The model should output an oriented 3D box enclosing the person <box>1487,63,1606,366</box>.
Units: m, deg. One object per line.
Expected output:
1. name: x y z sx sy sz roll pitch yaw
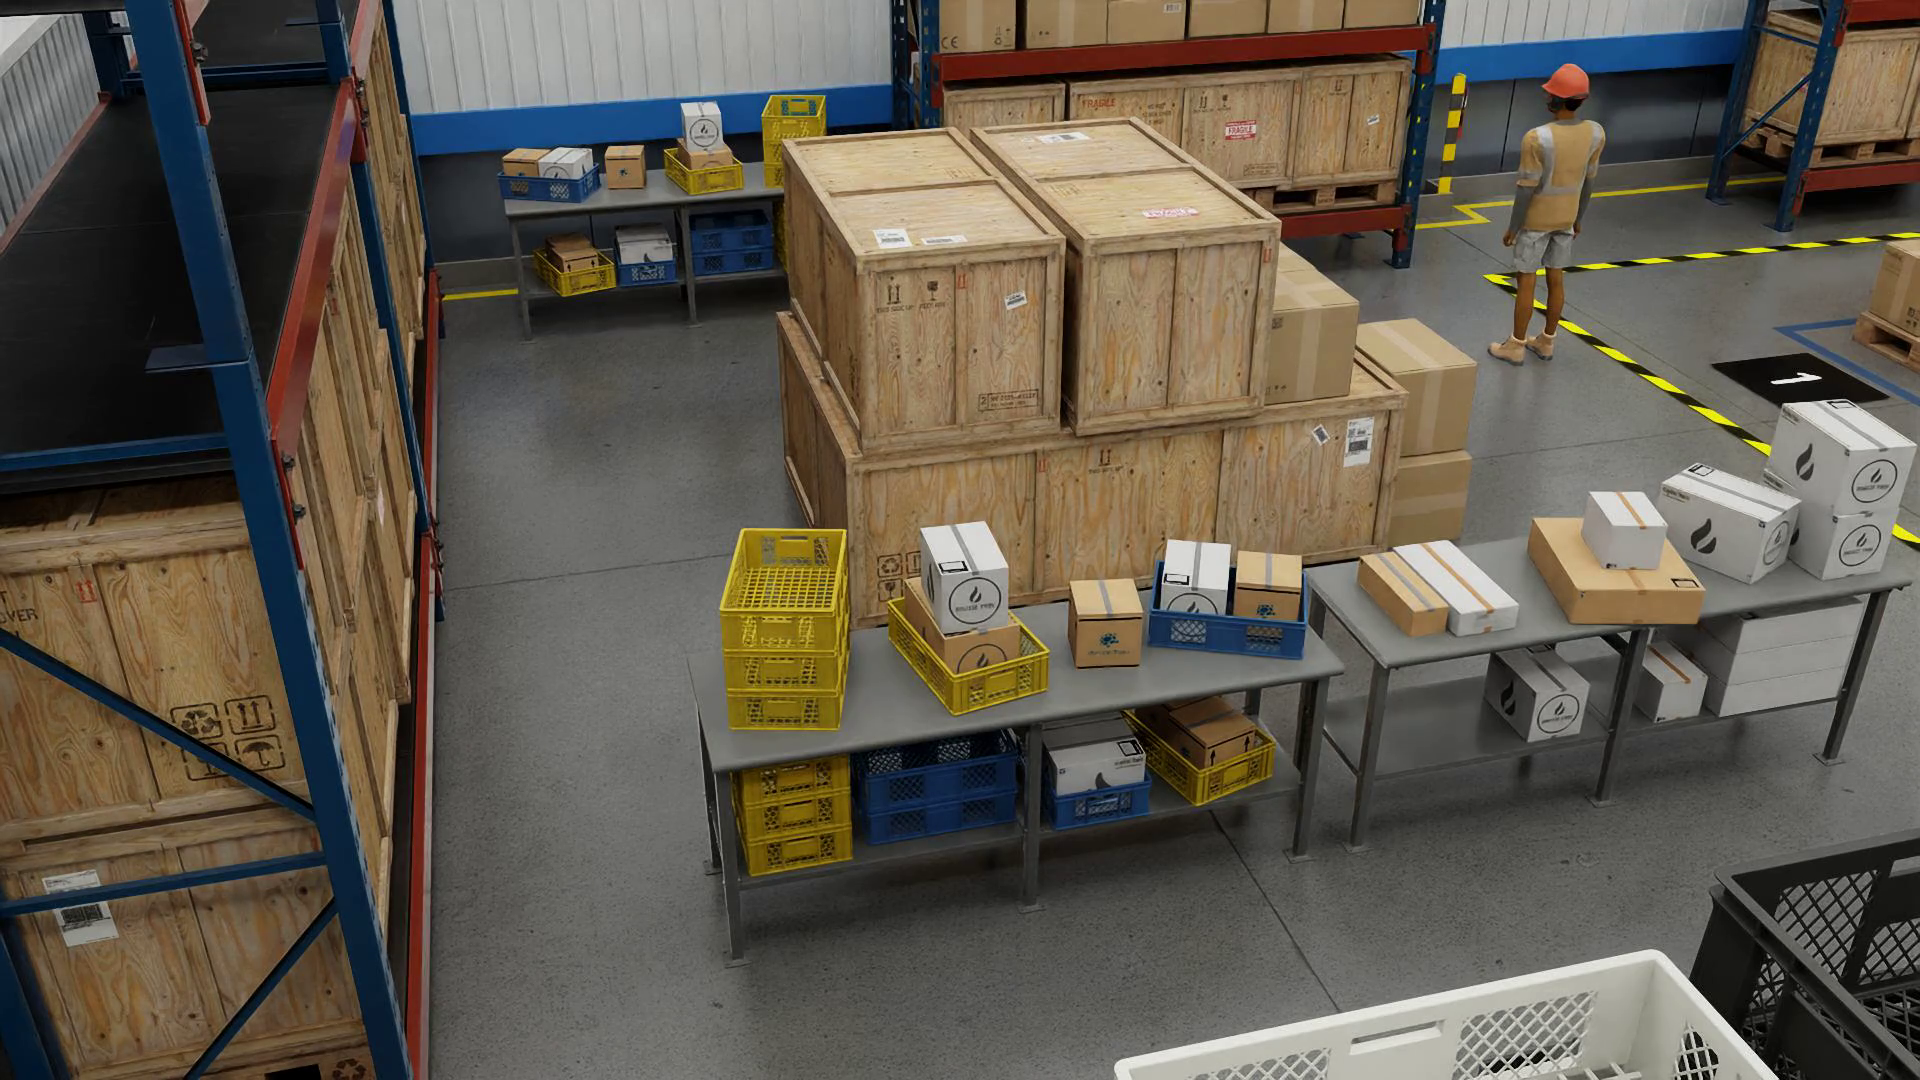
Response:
1. person: 3.952 -2.175 11.223 0.607 2.048 0.365 -10 30 -17
